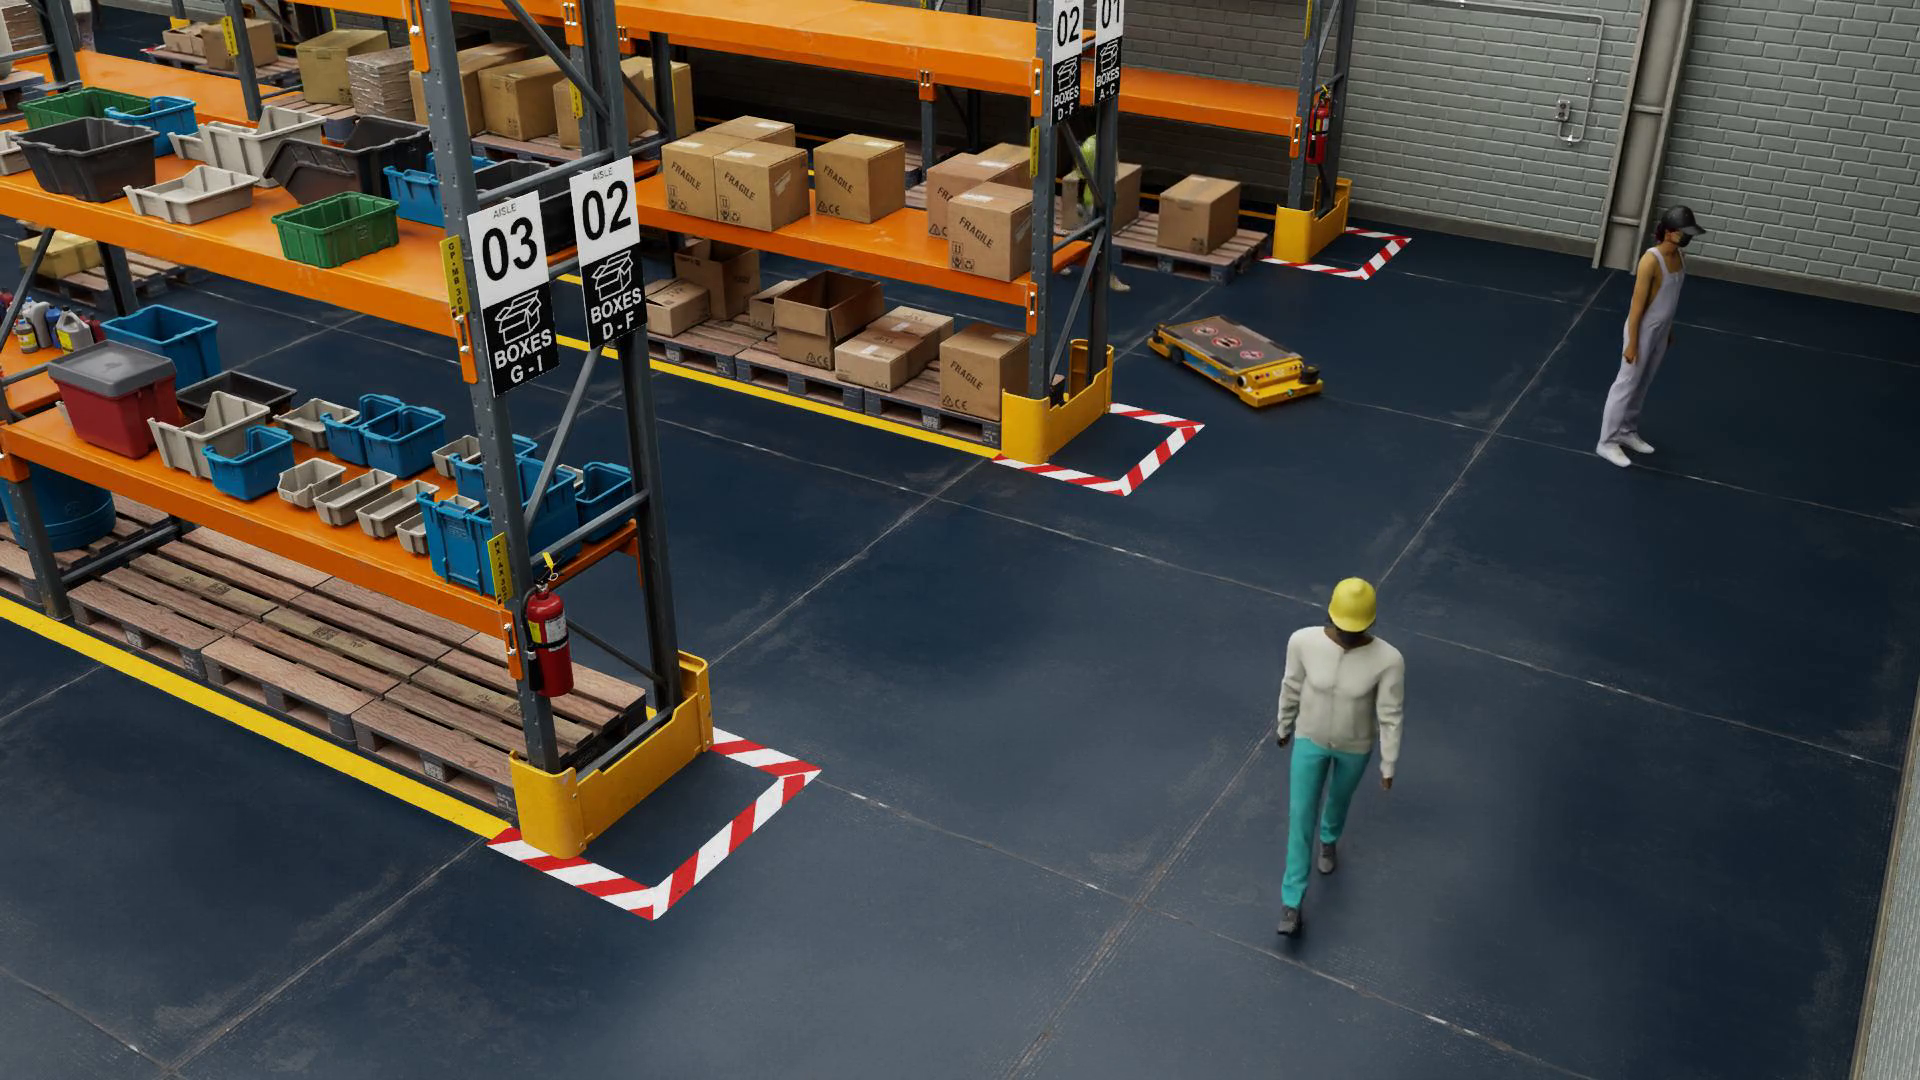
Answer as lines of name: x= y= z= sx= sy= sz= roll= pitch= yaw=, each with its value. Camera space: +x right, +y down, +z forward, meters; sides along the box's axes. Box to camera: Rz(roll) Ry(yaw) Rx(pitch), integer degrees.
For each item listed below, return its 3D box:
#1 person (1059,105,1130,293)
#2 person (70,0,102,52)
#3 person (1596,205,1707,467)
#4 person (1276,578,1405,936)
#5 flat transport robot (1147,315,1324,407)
person: x=1.152 y=-3.046 z=14.669 sx=0.811 sy=1.667 sz=0.528 roll=16 pitch=33 yaw=26
person: x=-11.128 y=-6.638 z=20.948 sx=0.570 sy=1.817 sz=0.688 roll=-21 pitch=35 yaw=-32
person: x=4.823 y=-1.418 z=11.541 sx=0.531 sy=1.860 sz=0.391 roll=-22 pitch=36 yaw=-34
person: x=1.683 y=0.940 z=7.451 sx=0.551 sy=1.714 sz=0.909 roll=8 pitch=30 yaw=14
flat transport robot: x=2.172 y=-1.446 z=13.228 sx=0.659 sy=0.231 sz=1.431 roll=-16 pitch=33 yaw=-26
